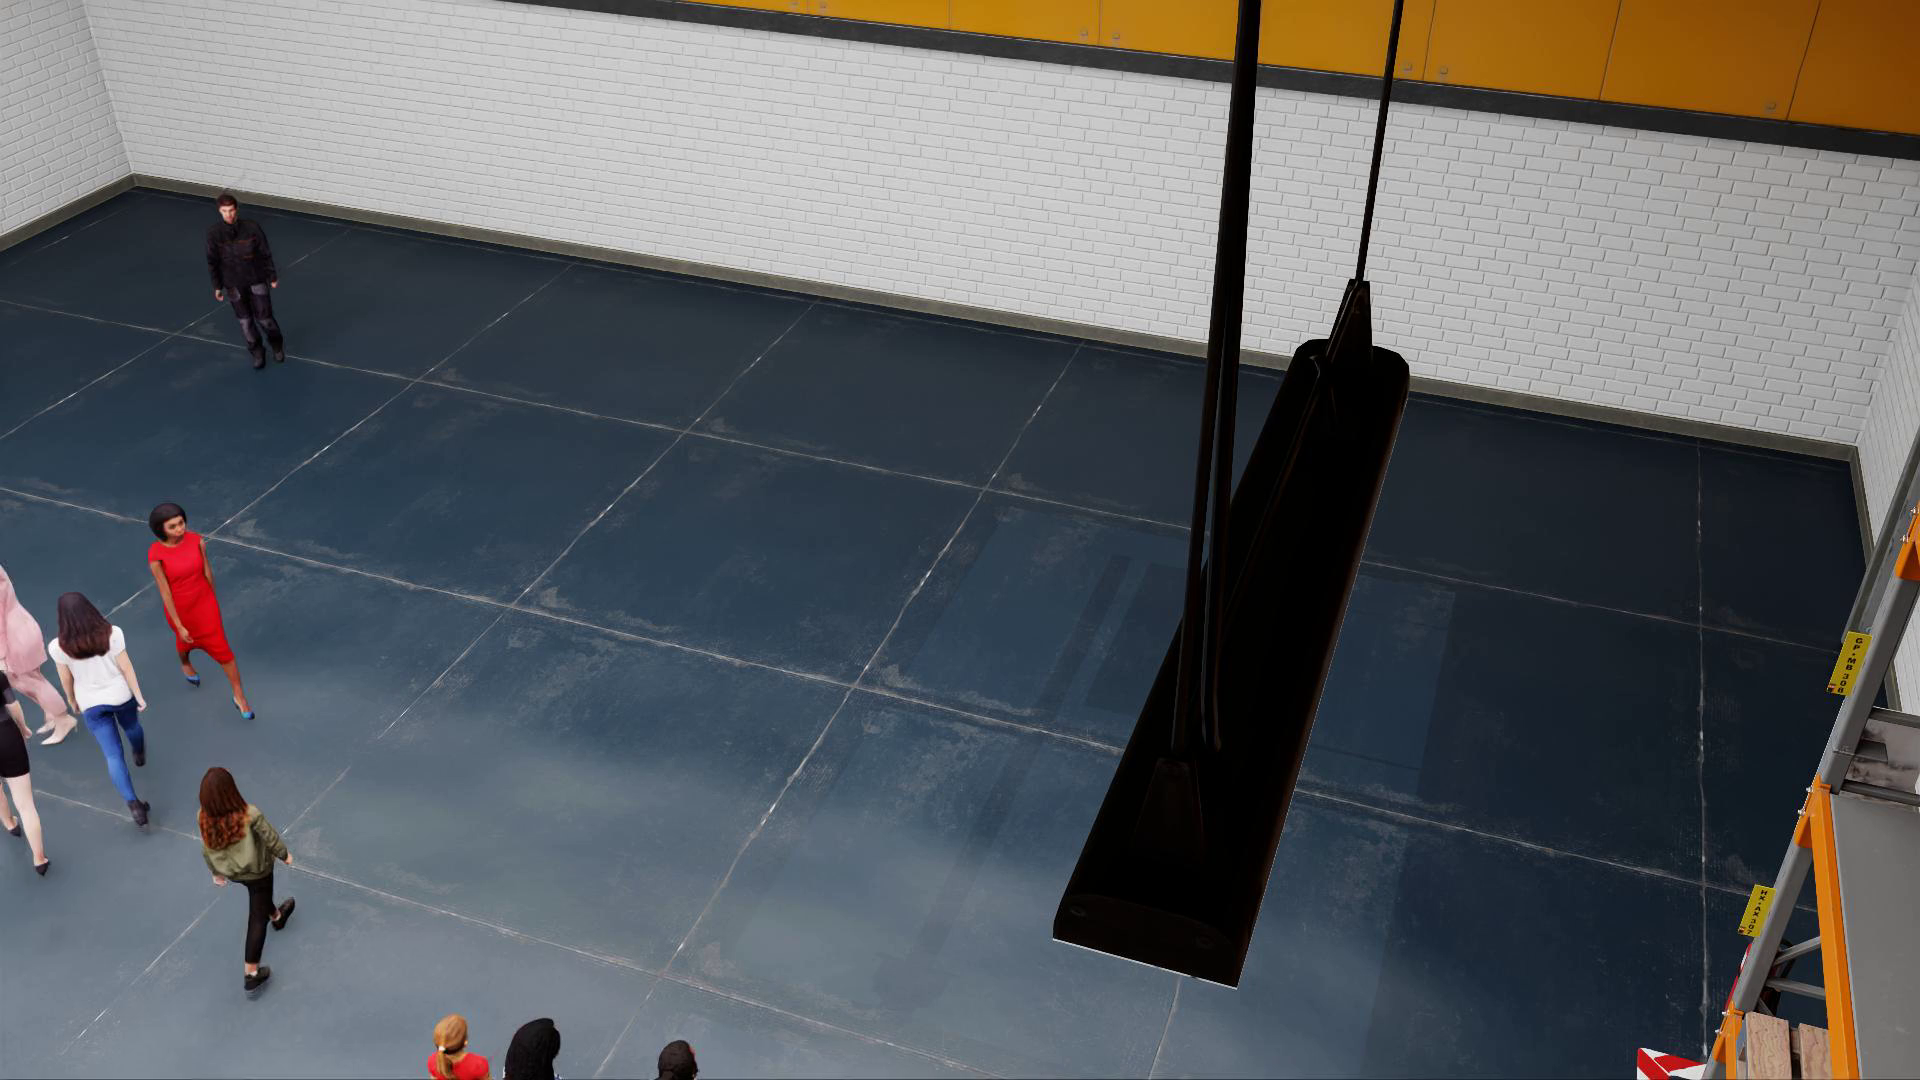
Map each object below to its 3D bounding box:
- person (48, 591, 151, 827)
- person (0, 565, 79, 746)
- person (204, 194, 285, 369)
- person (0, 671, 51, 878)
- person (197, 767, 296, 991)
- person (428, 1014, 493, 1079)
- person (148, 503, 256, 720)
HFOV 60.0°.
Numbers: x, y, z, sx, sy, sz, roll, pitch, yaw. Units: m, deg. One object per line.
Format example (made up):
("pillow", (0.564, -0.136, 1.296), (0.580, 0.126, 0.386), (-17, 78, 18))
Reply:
("person", (-5.610, 1.153, 10.974), (1.135, 1.626, 1.169), (-15, 37, -22))
("person", (-6.455, 0.672, 11.554), (0.789, 1.784, 0.766), (-23, 40, -31))
("person", (-7.035, -2.584, 16.415), (0.848, 1.826, 0.855), (-6, 34, -9))
("person", (-6.049, 1.389, 10.458), (0.952, 1.803, 0.983), (-16, 37, -23))
("person", (-4.246, 2.003, 9.856), (0.701, 1.447, 1.029), (5, 34, 7))
("person", (-2.536, 2.937, 8.575), (0.542, 1.309, 0.549), (2, 34, 3))
("person", (-5.558, 0.480, 11.920), (0.945, 1.698, 1.119), (28, 43, 35))
